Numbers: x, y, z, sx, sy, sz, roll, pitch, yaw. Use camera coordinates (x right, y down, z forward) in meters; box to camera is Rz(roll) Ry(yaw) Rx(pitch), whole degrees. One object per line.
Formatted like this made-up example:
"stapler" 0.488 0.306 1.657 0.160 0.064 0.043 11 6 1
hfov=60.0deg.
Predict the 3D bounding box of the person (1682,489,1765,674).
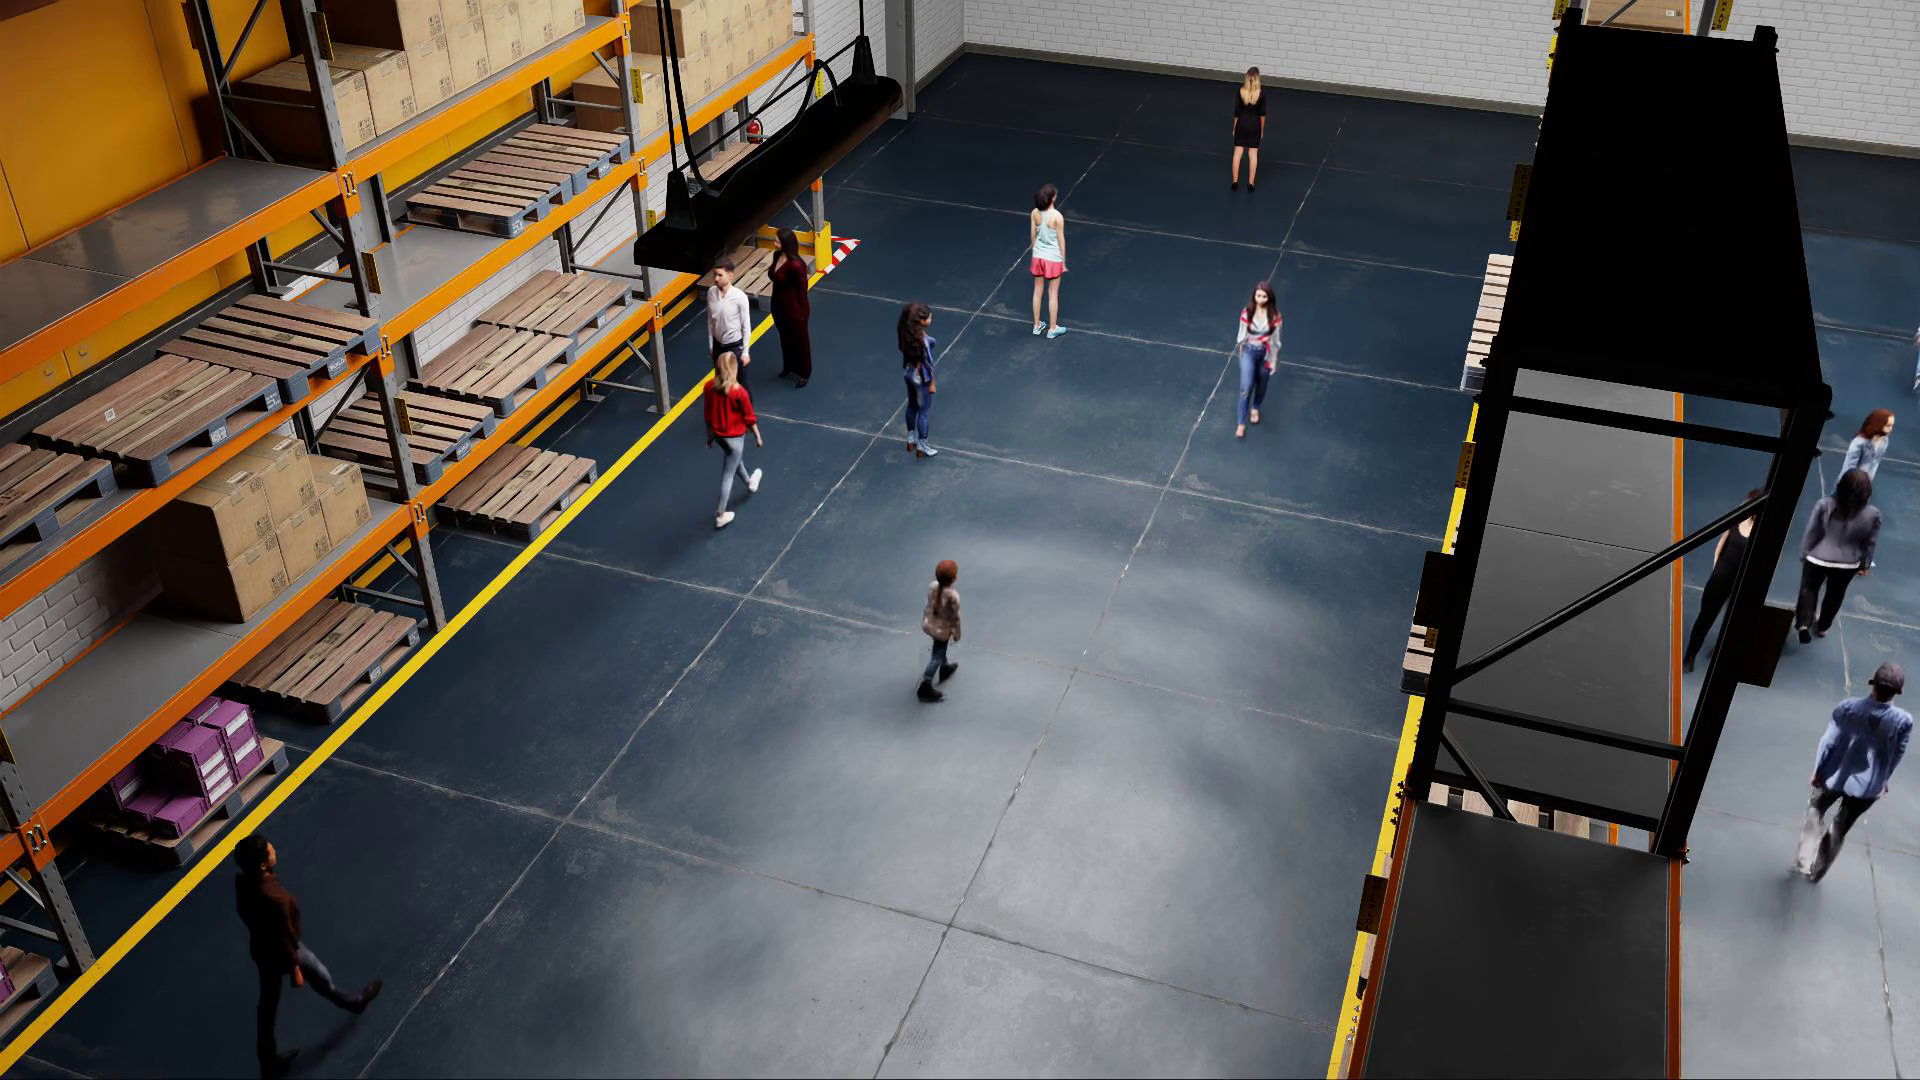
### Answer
"person" 6.275 0.294 13.353 0.836 1.644 1.147 26 41 33

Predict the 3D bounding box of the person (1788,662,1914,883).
"person" 5.972 1.623 11.143 0.711 1.877 0.751 17 37 24

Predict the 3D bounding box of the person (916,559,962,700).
"person" -0.199 0.713 13.155 0.810 1.166 0.683 -26 41 -33

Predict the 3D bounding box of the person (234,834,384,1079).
"person" -4.139 2.519 9.929 0.888 1.730 1.188 22 40 30

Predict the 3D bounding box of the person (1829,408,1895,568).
"person" 7.887 -0.533 14.783 0.918 1.439 1.096 -7 34 -10

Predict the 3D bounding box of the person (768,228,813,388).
"person" -1.759 -2.449 17.380 0.779 1.754 0.764 -24 40 -31

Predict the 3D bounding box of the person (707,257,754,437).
"person" -2.275 -1.941 16.513 0.647 1.869 0.627 17 37 24

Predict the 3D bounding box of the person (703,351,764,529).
"person" -2.134 -0.871 15.091 0.738 1.661 1.111 16 37 22

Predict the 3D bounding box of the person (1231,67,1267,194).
"person" 3.790 -5.397 21.886 0.559 1.677 0.471 9 35 13

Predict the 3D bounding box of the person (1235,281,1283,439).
"person" 3.003 -1.874 16.670 0.674 1.583 0.940 6 34 9

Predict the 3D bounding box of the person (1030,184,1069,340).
"person" 0.963 -3.081 18.321 0.649 1.764 0.656 21 39 28

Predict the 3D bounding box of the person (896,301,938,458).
"person" -0.398 -1.572 16.174 0.732 1.629 0.695 -19 38 -27

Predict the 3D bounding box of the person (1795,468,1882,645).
"person" 7.123 0.173 13.591 0.736 1.582 0.859 17 37 23
